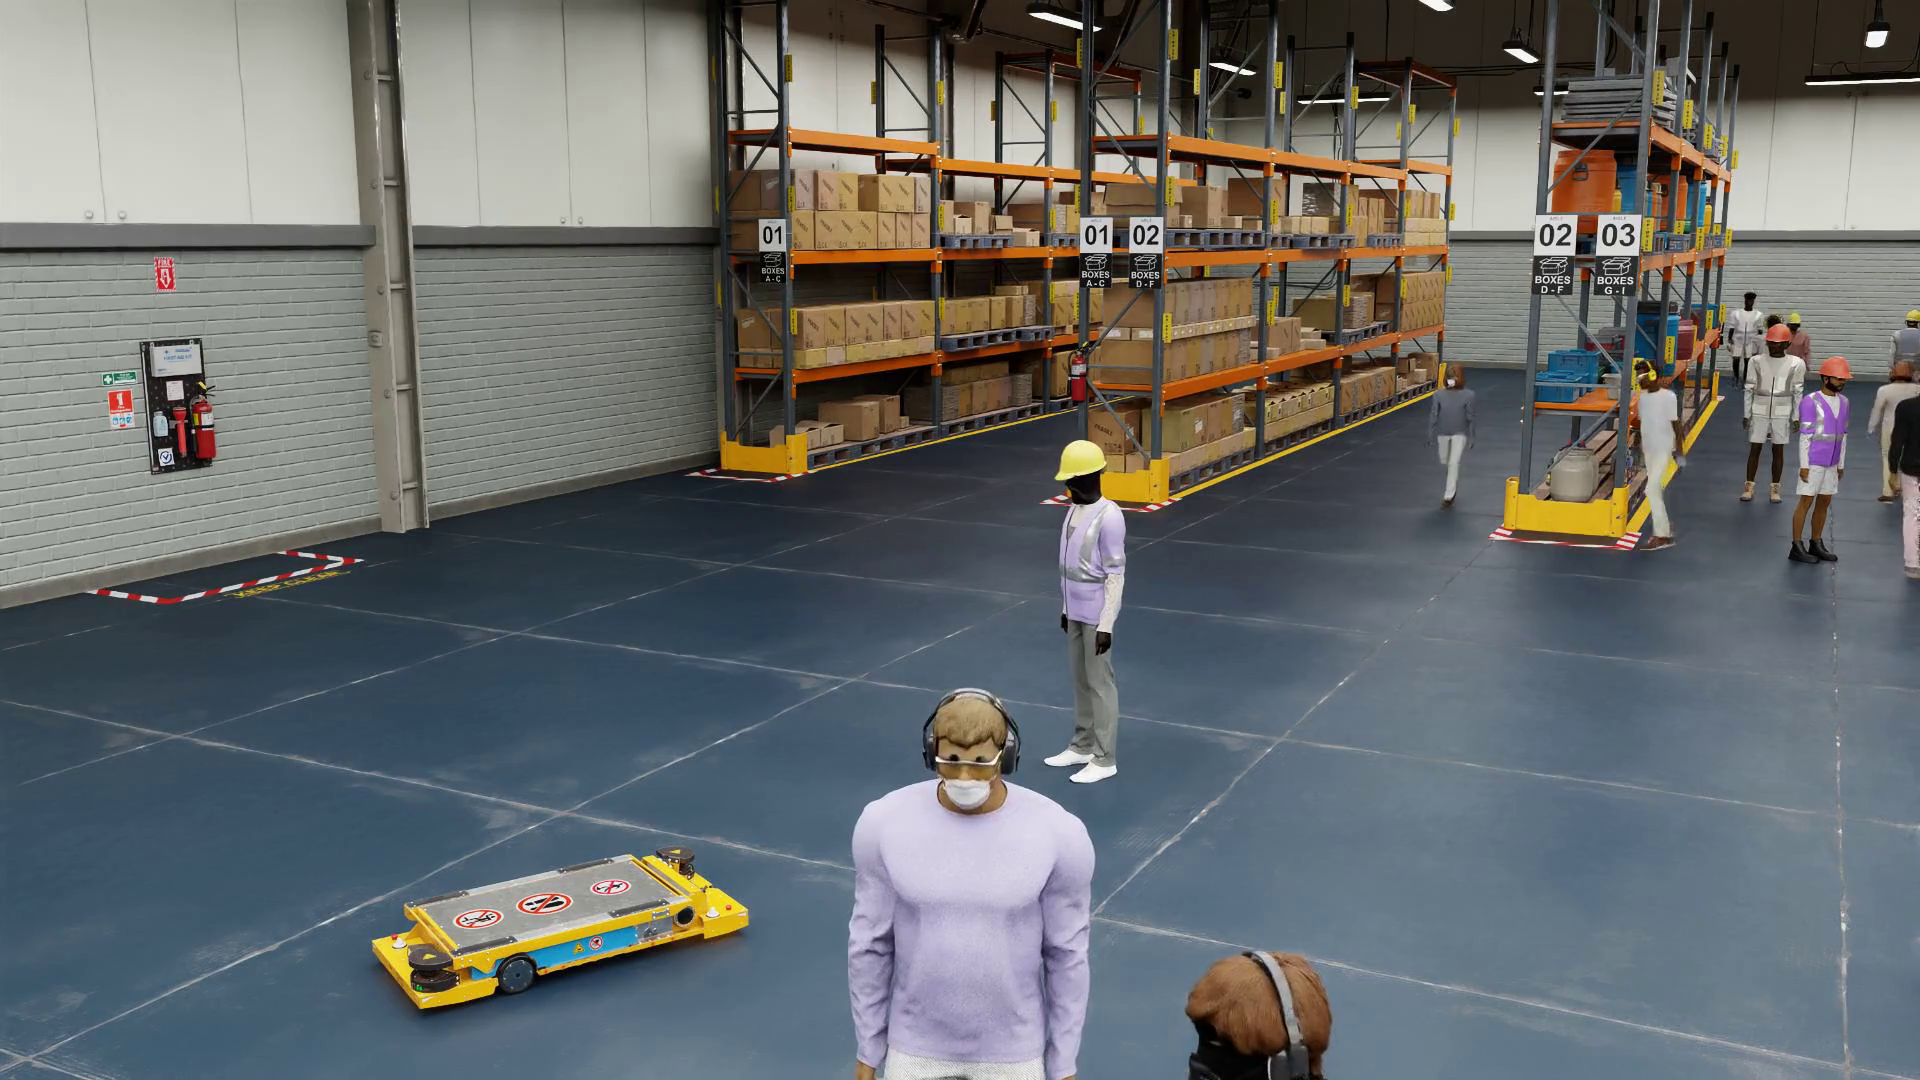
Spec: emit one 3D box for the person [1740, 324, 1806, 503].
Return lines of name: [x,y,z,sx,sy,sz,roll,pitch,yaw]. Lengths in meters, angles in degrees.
person: [9.232,-1.434,18.916,0.606,2.039,0.395,6,12,28]

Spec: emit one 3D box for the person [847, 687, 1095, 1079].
person: [0.021,1.306,4.255,0.629,1.937,0.373,1,10,6]

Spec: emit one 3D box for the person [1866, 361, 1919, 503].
person: [10.659,-1.232,18.978,0.521,1.609,0.545,2,11,8]

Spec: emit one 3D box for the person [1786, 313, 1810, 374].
person: [14.021,-2.966,28.084,0.521,1.736,0.824,2,11,10]

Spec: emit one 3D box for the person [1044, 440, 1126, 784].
person: [0.705,0.395,9.272,0.379,1.918,0.585,-4,11,-20]

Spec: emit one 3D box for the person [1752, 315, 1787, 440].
person: [12.050,-2.424,24.842,0.574,1.854,0.375,10,14,43]

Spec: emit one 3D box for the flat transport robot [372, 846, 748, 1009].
flat transport robot: [-1.692,1.618,7.093,1.431,0.197,0.652,-7,13,-34]

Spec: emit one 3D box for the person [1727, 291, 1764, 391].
person: [15.296,-3.861,32.389,0.632,1.945,0.451,4,11,22]

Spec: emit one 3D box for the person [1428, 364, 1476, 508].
person: [5.569,-1.191,18.779,0.509,1.608,0.762,7,12,34]

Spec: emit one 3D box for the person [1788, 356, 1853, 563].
person: [8.015,-0.737,15.432,0.540,1.930,0.386,-4,11,-19]

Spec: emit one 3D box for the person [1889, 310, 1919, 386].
person: [15.344,-2.792,26.878,0.589,1.833,0.404,7,13,35]

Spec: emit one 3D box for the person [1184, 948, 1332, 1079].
person: [0.524,1.594,2.964,0.430,1.837,0.626,-3,11,-17]

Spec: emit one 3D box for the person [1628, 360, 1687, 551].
person: [6.705,-0.816,16.126,0.616,1.818,0.609,-4,11,-20]

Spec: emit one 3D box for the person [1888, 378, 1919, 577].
person: [8.519,-0.621,14.635,0.636,1.980,0.564,4,11,21]
